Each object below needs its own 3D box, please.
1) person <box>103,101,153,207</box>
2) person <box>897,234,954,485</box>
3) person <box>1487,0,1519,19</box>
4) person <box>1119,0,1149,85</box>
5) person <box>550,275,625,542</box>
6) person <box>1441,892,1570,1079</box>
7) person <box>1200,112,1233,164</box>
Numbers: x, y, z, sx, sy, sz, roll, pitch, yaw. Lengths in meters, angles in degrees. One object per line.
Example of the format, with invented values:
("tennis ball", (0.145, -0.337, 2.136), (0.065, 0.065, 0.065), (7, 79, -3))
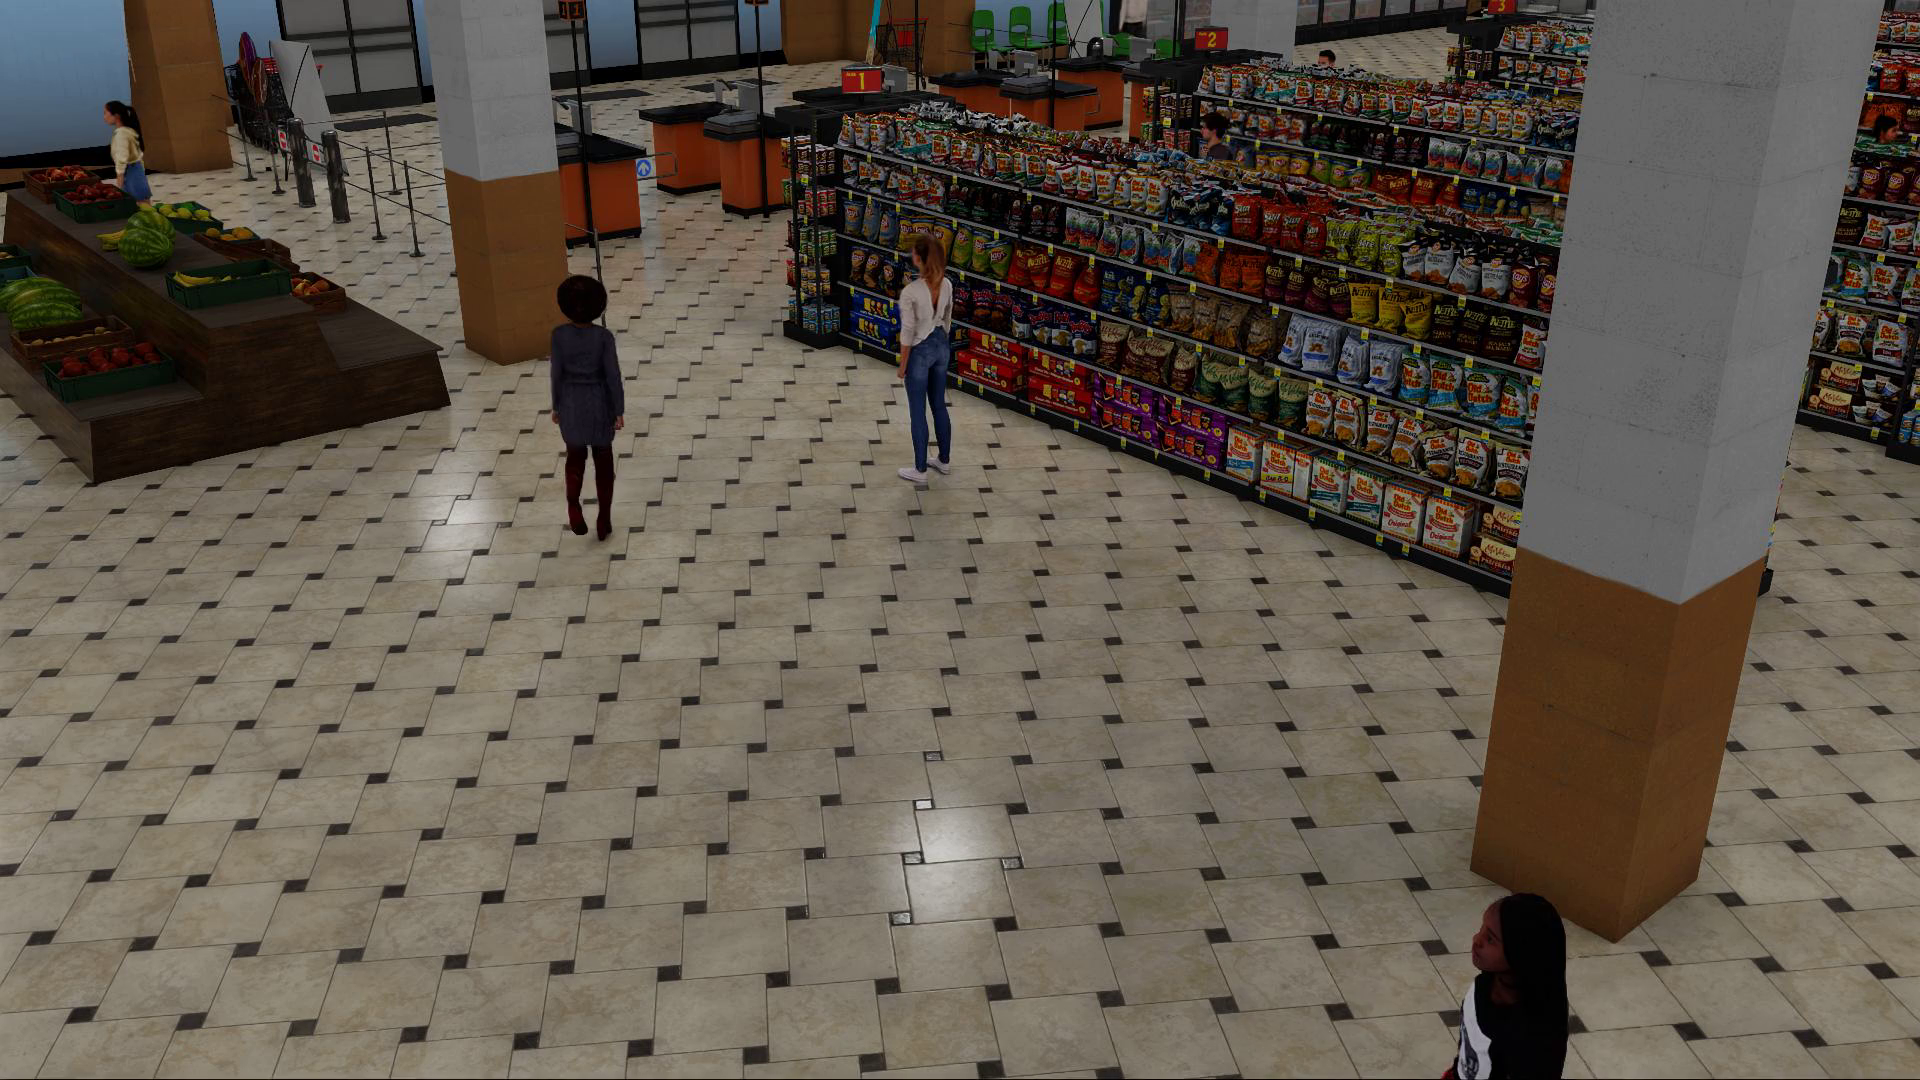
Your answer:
("person", (-8.362, -3.651, 17.017), (0.925, 1.600, 1.084), (-8, 25, -18))
("person", (-0.226, -1.241, 11.361), (0.617, 1.719, 0.554), (-21, 31, -40))
("person", (9.366, -8.815, 28.547), (0.694, 1.816, 1.130), (-19, 30, -36))
("person", (2.966, -8.694, 28.281), (0.736, 1.808, 0.701), (-9, 25, -20))
("person", (-2.327, -0.759, 10.285), (0.834, 1.698, 0.904), (0, 24, 0))
("person", (1.558, 1.703, 4.645), (1.097, 1.709, 1.010), (3, 24, 6))
("person", (2.398, -2.923, 15.065), (0.951, 1.830, 0.869), (8, 25, 18))
